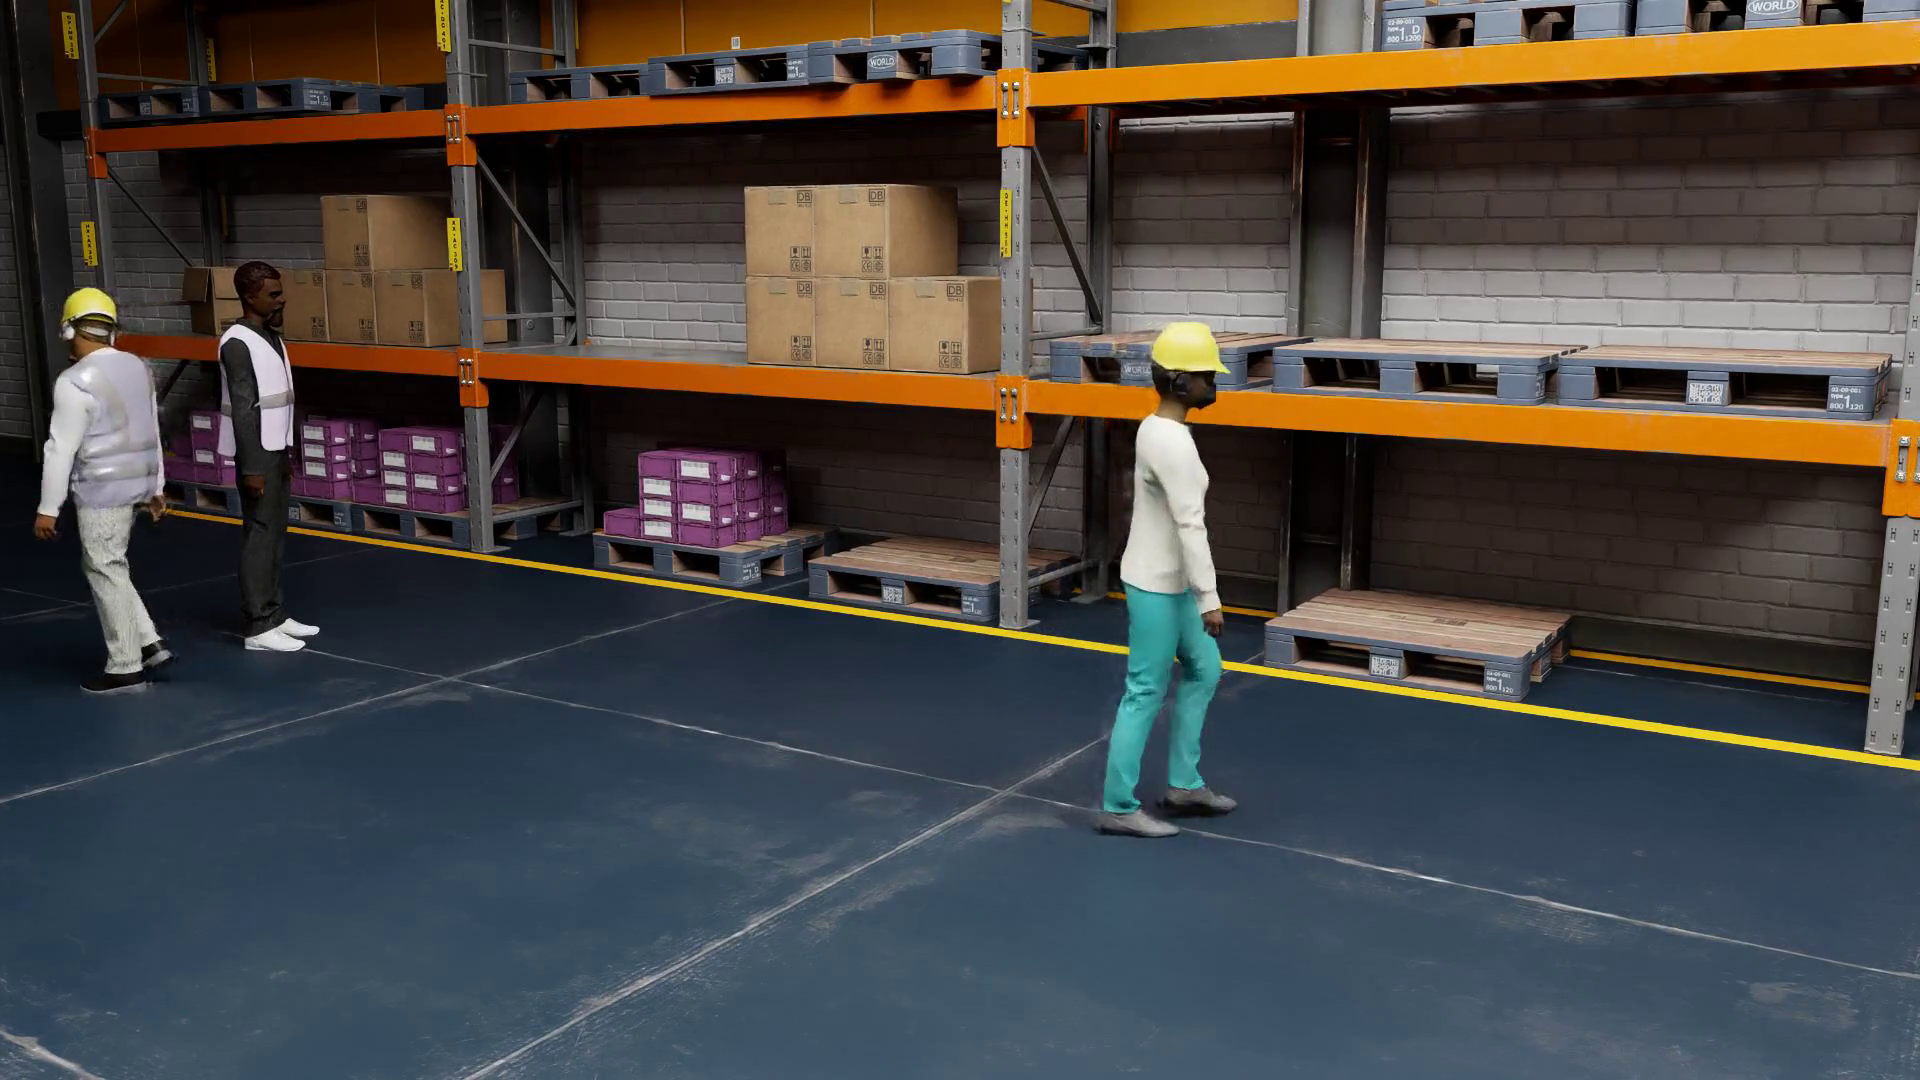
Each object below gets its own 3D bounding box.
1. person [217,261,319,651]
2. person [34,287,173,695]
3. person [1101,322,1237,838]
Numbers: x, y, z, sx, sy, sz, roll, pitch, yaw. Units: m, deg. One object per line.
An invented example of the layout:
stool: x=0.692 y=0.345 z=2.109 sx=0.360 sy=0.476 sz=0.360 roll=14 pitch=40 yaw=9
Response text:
person: x=-3.467 y=-0.414 z=8.262 sx=0.376 sy=1.917 sz=0.600 roll=-1 pitch=10 yaw=-8
person: x=-3.814 y=-0.208 z=7.392 sx=0.448 sy=1.810 sz=0.598 roll=-1 pitch=10 yaw=-3
person: x=0.769 y=0.153 z=5.592 sx=0.625 sy=1.750 sz=0.541 roll=0 pitch=10 yaw=2
